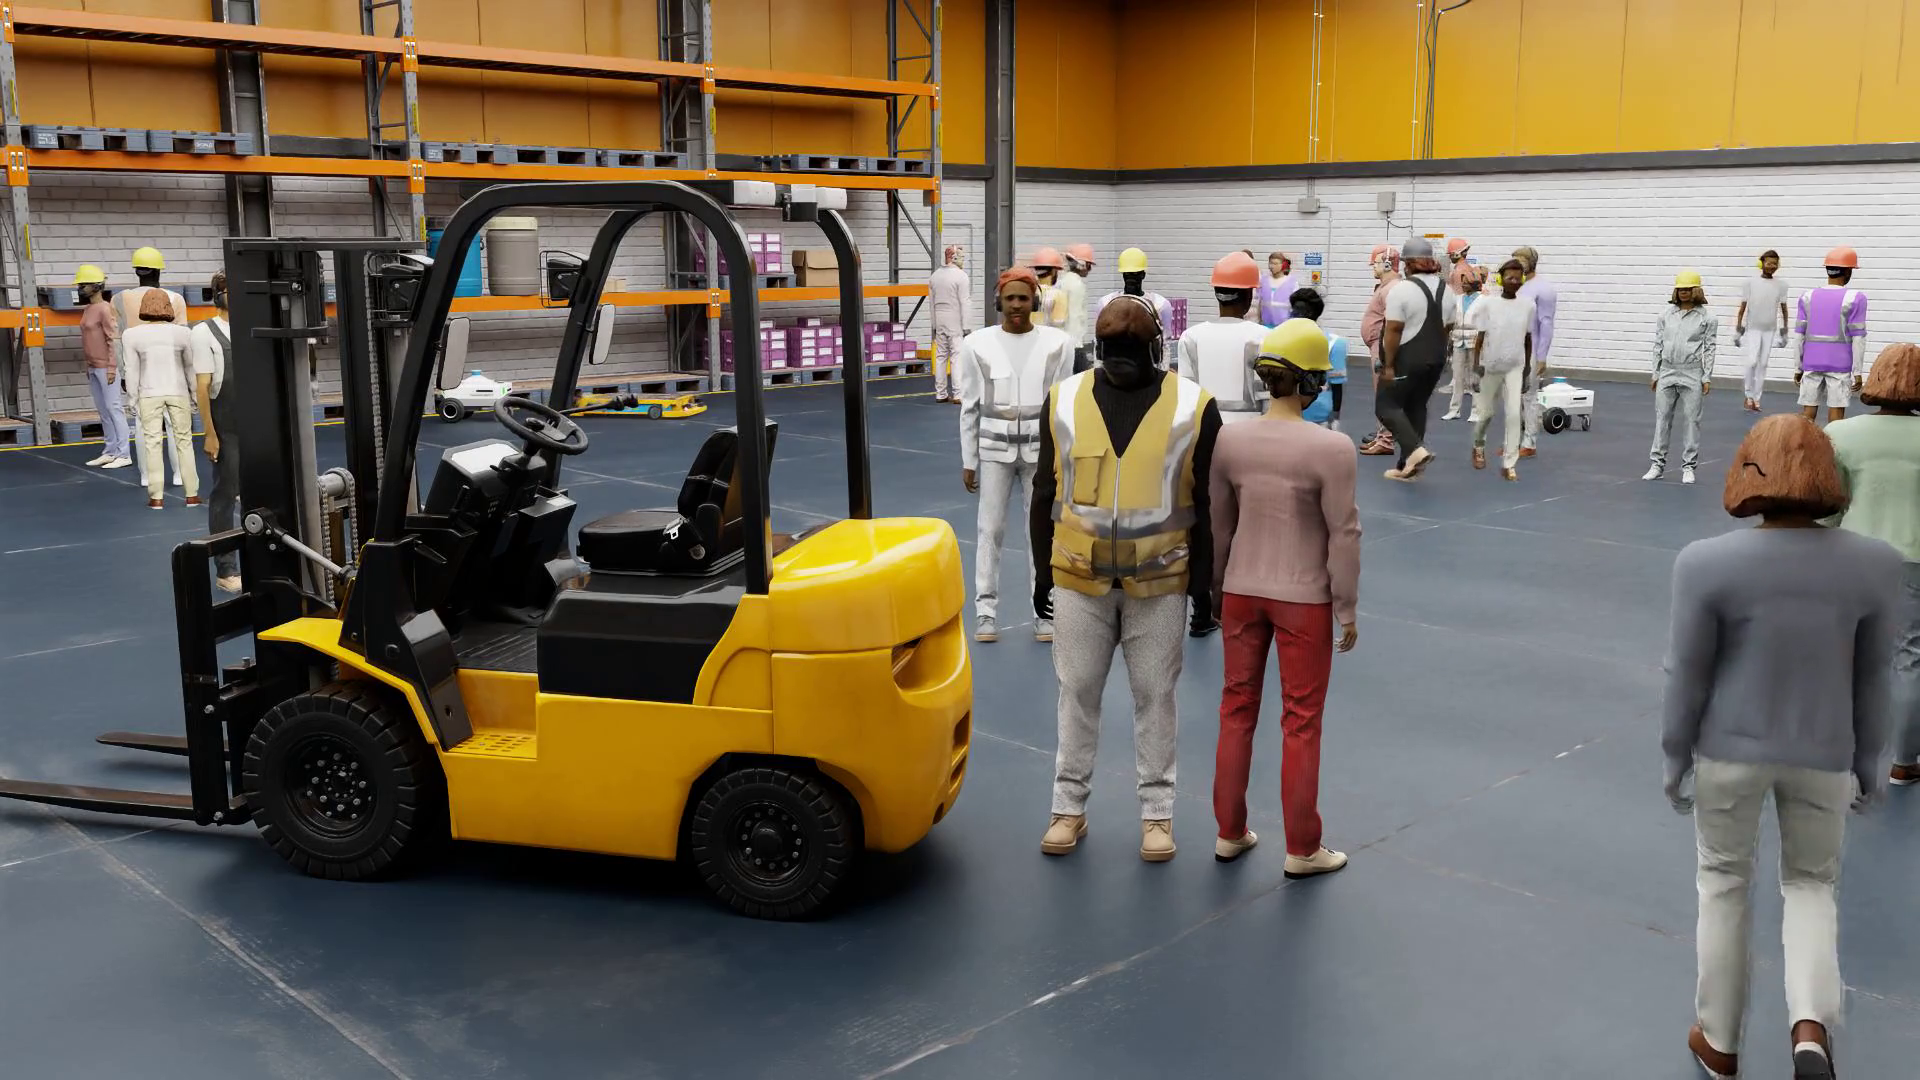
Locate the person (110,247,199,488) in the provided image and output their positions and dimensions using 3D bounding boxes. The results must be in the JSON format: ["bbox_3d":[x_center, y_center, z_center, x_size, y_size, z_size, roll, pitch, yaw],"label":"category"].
[{"bbox_3d":[-6.461,-1.377,13.362,0.591,1.927,0.366,-1,10,-7],"label":"person"}]

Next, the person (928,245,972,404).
[{"bbox_3d":[-0.082,-2.584,20.012,0.400,1.905,0.643,-9,14,-42],"label":"person"}]

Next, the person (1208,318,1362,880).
[{"bbox_3d":[1.027,0.184,5.290,0.533,1.767,0.326,8,13,38],"label":"person"}]

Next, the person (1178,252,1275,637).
[{"bbox_3d":[1.351,-0.458,8.317,0.542,1.939,0.361,6,12,30],"label":"person"}]

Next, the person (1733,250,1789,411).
[{"bbox_3d":[9.218,-2.390,19.083,0.564,1.852,0.529,1,10,8],"label":"person"}]

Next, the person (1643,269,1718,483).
[{"bbox_3d":[5.918,-1.337,13.648,0.484,1.744,0.296,8,13,36],"label":"person"}]

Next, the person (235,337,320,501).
[{"bbox_3d":[-5.293,-1.245,12.675,0.772,1.922,0.413,-3,11,-18],"label":"person"}]

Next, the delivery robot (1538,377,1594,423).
[{"bbox_3d":[6.203,-1.444,17.219,0.707,0.478,0.477,-4,11,-23],"label":"delivery robot"}]

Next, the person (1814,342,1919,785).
[{"bbox_3d":[3.421,0.090,6.163,0.499,1.634,0.279,6,12,31],"label":"person"}]

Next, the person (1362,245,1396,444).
[{"bbox_3d":[4.118,-1.894,16.172,0.384,1.930,0.547,5,12,28],"label":"person"}]

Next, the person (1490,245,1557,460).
[{"bbox_3d":[5.101,-1.696,15.071,0.355,1.937,0.635,-4,11,-23],"label":"person"}]

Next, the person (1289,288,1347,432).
[{"bbox_3d":[2.256,-0.793,10.845,0.536,1.686,0.332,7,12,33],"label":"person"}]

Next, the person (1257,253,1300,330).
[{"bbox_3d":[3.870,-2.631,20.534,0.596,1.795,0.969,7,13,35],"label":"person"}]

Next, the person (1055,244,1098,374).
[{"bbox_3d":[1.135,-1.925,16.326,1.033,1.923,0.638,-4,11,-20],"label":"person"}]

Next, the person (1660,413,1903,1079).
[{"bbox_3d":[1.880,0.522,3.838,0.503,1.616,0.455,2,11,13],"label":"person"}]

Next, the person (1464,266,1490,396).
[{"bbox_3d":[6.504,-2.632,20.986,0.313,1.642,0.513,-3,11,-15],"label":"person"}]

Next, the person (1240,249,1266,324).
[{"bbox_3d":[4.116,-3.290,24.071,0.638,1.827,0.596,1,10,4],"label":"person"}]

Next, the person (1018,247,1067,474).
[{"bbox_3d":[0.764,-1.525,14.198,0.564,1.907,0.814,10,14,43],"label":"person"}]

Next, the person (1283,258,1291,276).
[{"bbox_3d":[4.621,-3.224,24.055,0.318,1.698,0.539,5,11,23],"label":"person"}]

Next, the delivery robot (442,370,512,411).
[{"bbox_3d":[-5.254,-1.607,18.108,0.707,0.478,0.477,0,10,-1],"label":"delivery robot"}]

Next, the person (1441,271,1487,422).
[{"bbox_3d":[5.542,-2.102,18.110,0.315,1.636,0.515,-9,14,-40],"label":"person"}]

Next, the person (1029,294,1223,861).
[{"bbox_3d":[0.527,0.130,5.401,0.621,1.837,0.429,2,11,12],"label":"person"}]

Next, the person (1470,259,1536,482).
[{"bbox_3d":[4.555,-1.447,14.039,0.528,1.840,0.916,1,10,4],"label":"person"}]

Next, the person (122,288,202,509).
[{"bbox_3d":[-5.910,-1.045,12.352,0.507,1.632,0.275,-5,12,-27],"label":"person"}]

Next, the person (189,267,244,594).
[{"bbox_3d":[-4.105,-0.626,9.490,0.346,1.847,0.505,4,11,23],"label":"person"}]

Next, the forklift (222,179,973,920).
[{"bbox_3d":[-1.114,-0.058,5.440,2.313,2.155,1.214,2,11,13],"label":"forklift"}]

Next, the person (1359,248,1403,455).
[{"bbox_3d":[3.912,-1.740,15.401,0.410,1.909,0.643,3,11,13],"label":"person"}]

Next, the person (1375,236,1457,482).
[{"bbox_3d":[3.702,-1.464,13.528,0.697,2.000,0.646,-5,12,-27],"label":"person"}]

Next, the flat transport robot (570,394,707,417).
[{"bbox_3d":[-3.627,-1.516,18.640,1.431,0.197,0.652,1,11,8],"label":"flat transport robot"}]

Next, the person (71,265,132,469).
[{"bbox_3d":[-7.488,-1.500,14.473,0.533,1.767,0.321,10,14,42],"label":"person"}]

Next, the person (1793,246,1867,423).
[{"bbox_3d":[7.097,-1.420,13.567,0.365,1.935,0.552,-8,13,-38],"label":"person"}]

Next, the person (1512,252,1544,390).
[{"bbox_3d":[7.114,-2.737,21.009,0.547,1.846,0.503,-4,11,-22],"label":"person"}]

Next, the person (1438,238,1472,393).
[{"bbox_3d":[6.384,-2.874,21.365,0.393,1.985,0.611,6,12,28],"label":"person"}]

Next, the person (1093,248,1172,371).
[{"bbox_3d":[1.288,-1.219,12.502,0.586,1.928,0.364,2,11,12],"label":"person"}]

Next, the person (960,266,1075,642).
[{"bbox_3d":[0.287,-0.415,8.271,0.572,1.876,0.355,0,10,0],"label":"person"}]
